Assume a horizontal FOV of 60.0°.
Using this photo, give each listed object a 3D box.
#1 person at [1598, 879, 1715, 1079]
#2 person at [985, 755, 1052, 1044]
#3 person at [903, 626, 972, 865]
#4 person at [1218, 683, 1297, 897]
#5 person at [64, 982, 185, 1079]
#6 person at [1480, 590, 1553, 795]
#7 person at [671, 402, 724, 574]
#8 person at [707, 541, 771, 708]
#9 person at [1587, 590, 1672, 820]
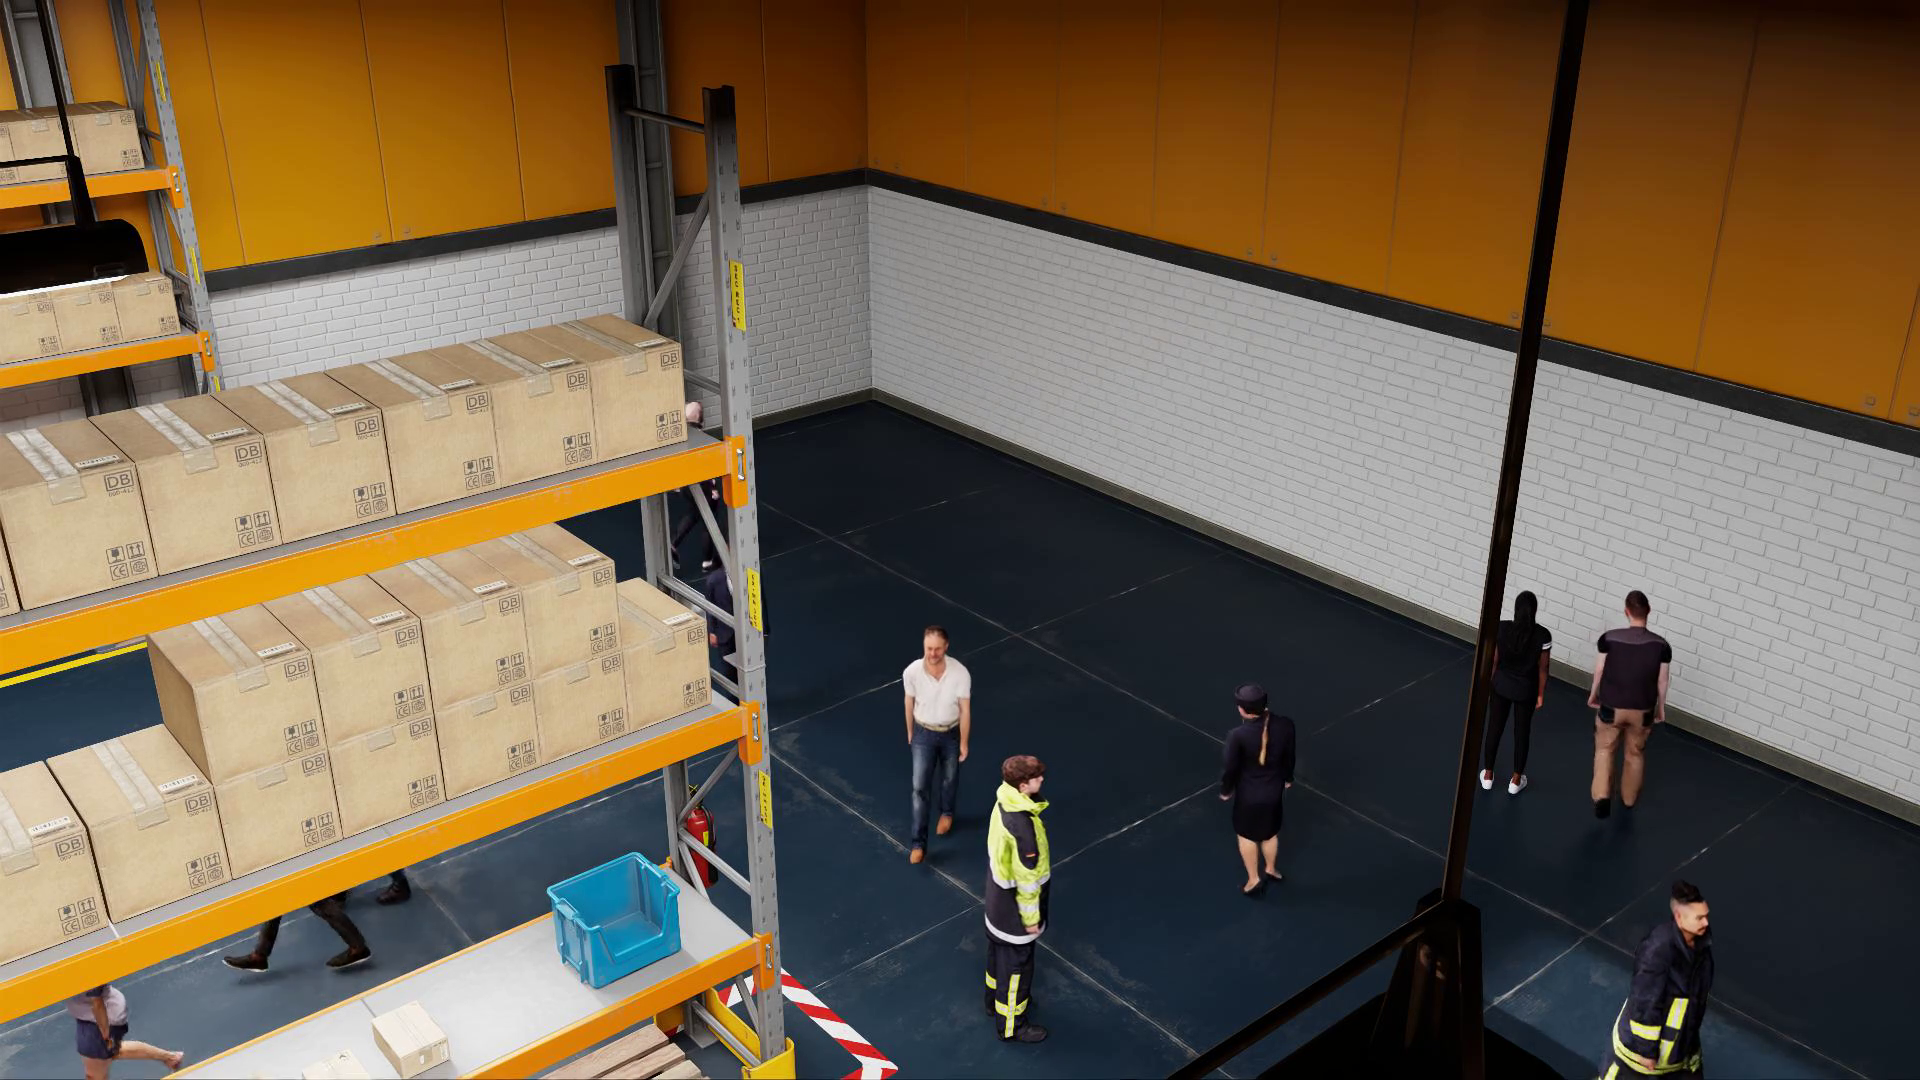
[{"bbox_3d":[3.914,2.669,9.435,1.084,1.837,0.988,-12,26,-26],"label":"person"},{"bbox_3d":[0.348,2.192,10.345,0.852,1.981,0.870,-5,24,-10],"label":"person"},{"bbox_3d":[-0.135,1.401,12.357,1.087,1.819,1.174,3,24,6],"label":"person"},{"bbox_3d":[2.139,1.772,11.709,0.776,1.658,0.924,0,24,0],"label":"person"},{"bbox_3d":[-4.916,2.733,9.649,0.871,1.548,0.613,-15,28,-31],"label":"person"},{"bbox_3d":[4.333,1.174,12.993,0.712,1.727,0.736,9,25,21],"label":"person"},{"bbox_3d":[-2.691,-0.481,16.659,0.790,1.822,0.960,17,29,34],"label":"person"},{"bbox_3d":[-1.862,0.760,13.977,1.078,1.697,1.043,-4,24,-8],"label":"person"},{"bbox_3d":[5.036,1.288,12.621,0.987,1.815,1.099,10,26,22],"label":"person"}]
